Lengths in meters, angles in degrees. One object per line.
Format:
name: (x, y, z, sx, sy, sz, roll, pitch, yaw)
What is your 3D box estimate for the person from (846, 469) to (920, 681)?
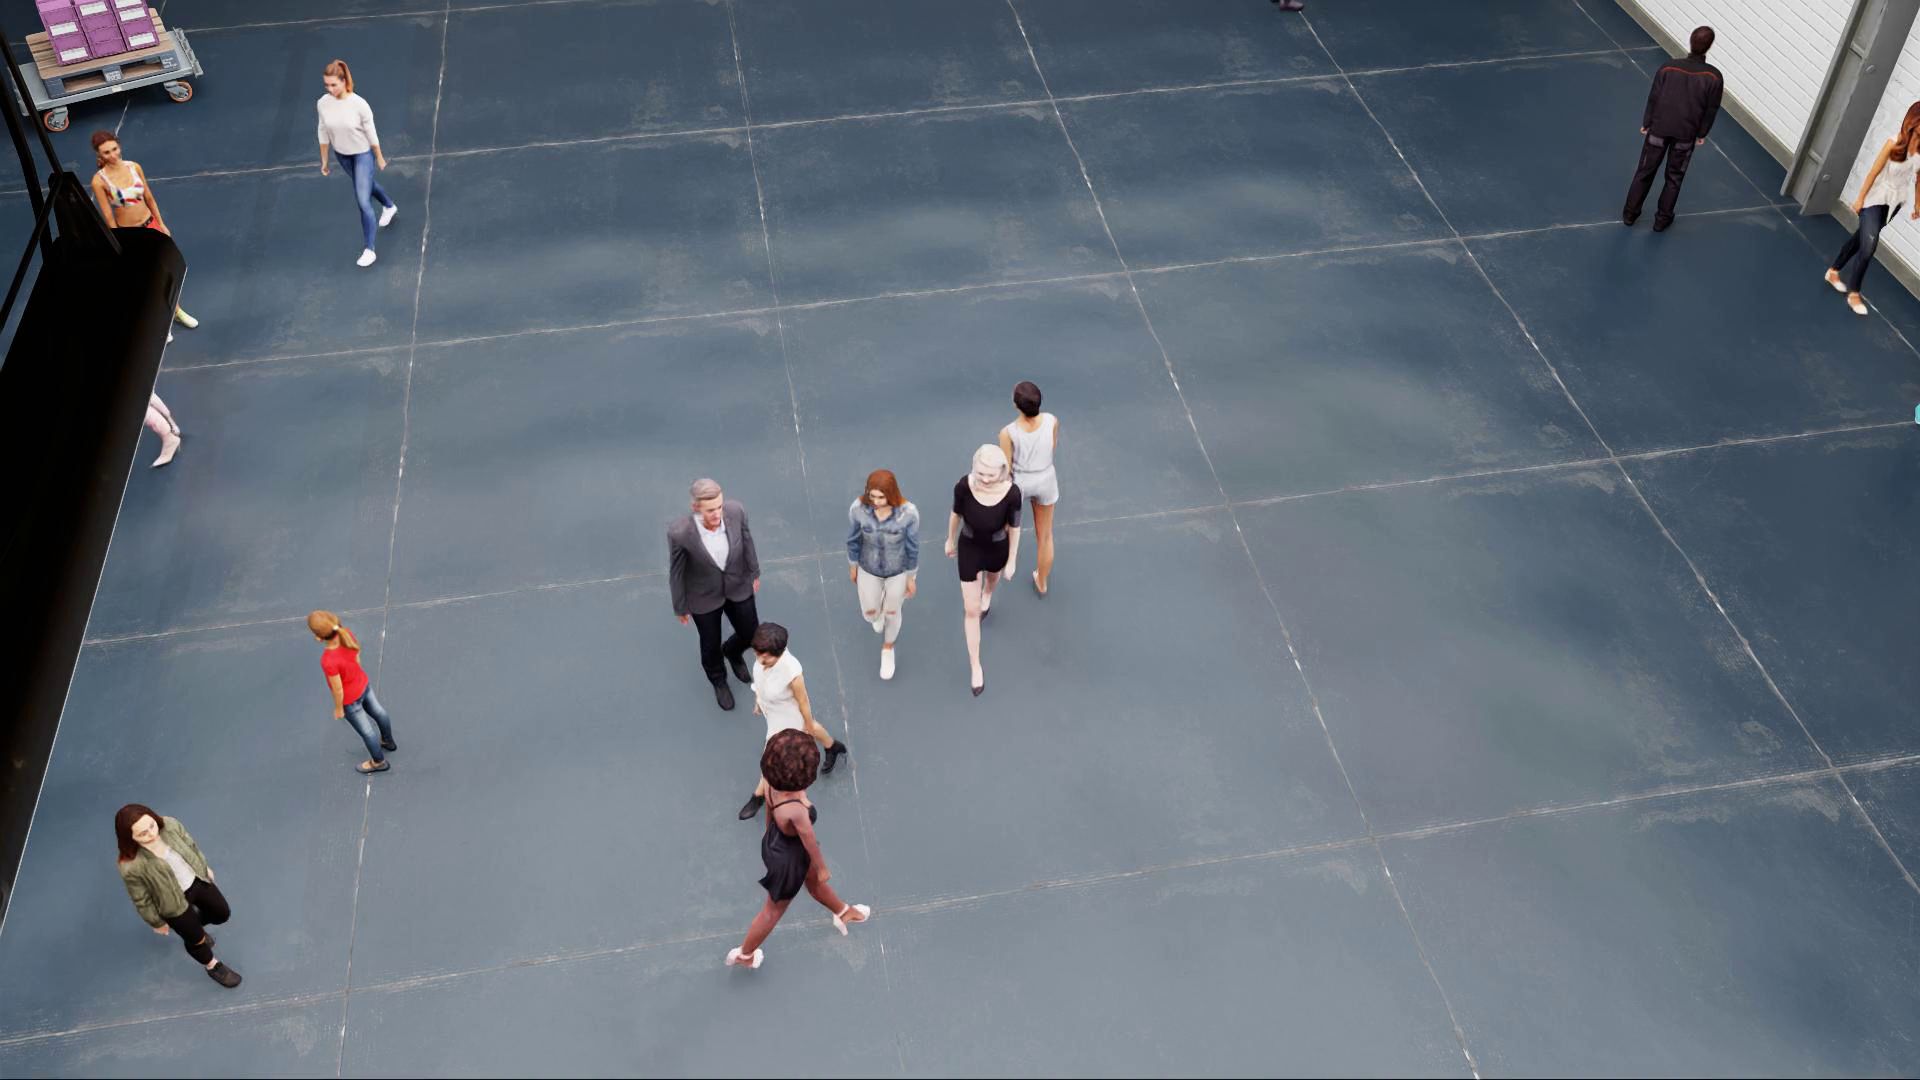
person: (-0.461, 0.123, 10.466, 0.731, 1.684, 0.874, 6, 44, 6)

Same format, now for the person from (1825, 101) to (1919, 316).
person: (7.398, -2.776, 13.449, 0.646, 1.765, 0.862, -11, 45, -11)

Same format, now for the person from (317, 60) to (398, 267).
person: (-5.058, -3.255, 14.018, 0.942, 1.675, 1.232, 10, 44, 10)

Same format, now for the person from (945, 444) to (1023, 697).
person: (0.167, 0.020, 10.512, 0.794, 1.769, 1.255, 2, 44, 2)

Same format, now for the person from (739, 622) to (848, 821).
person: (-0.957, 0.959, 9.718, 0.899, 1.505, 1.022, -27, 50, -26)

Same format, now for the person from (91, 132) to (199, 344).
person: (-6.439, -2.398, 13.034, 0.731, 1.791, 0.680, 30, 51, 27)

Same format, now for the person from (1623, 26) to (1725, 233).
person: (6.068, -3.485, 14.139, 0.795, 1.841, 0.809, 19, 47, 19)

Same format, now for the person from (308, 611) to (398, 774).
person: (-3.616, 0.892, 9.930, 0.609, 1.309, 0.514, 7, 44, 7)

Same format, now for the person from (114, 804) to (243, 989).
person: (-4.187, 1.850, 8.810, 0.814, 1.467, 0.758, 16, 46, 16)

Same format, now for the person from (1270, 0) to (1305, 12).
person: (3.456, -6.355, 17.265, 0.676, 1.684, 0.481, -10, 45, -11)

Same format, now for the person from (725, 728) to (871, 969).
person: (-0.980, 1.730, 8.743, 0.825, 1.733, 1.086, -19, 47, -19)

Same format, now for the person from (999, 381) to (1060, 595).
person: (0.488, -0.317, 11.016, 0.614, 1.562, 1.078, -8, 44, -9)

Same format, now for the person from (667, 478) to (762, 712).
person: (-1.512, 0.262, 10.217, 0.854, 1.825, 0.819, -20, 47, -20)
